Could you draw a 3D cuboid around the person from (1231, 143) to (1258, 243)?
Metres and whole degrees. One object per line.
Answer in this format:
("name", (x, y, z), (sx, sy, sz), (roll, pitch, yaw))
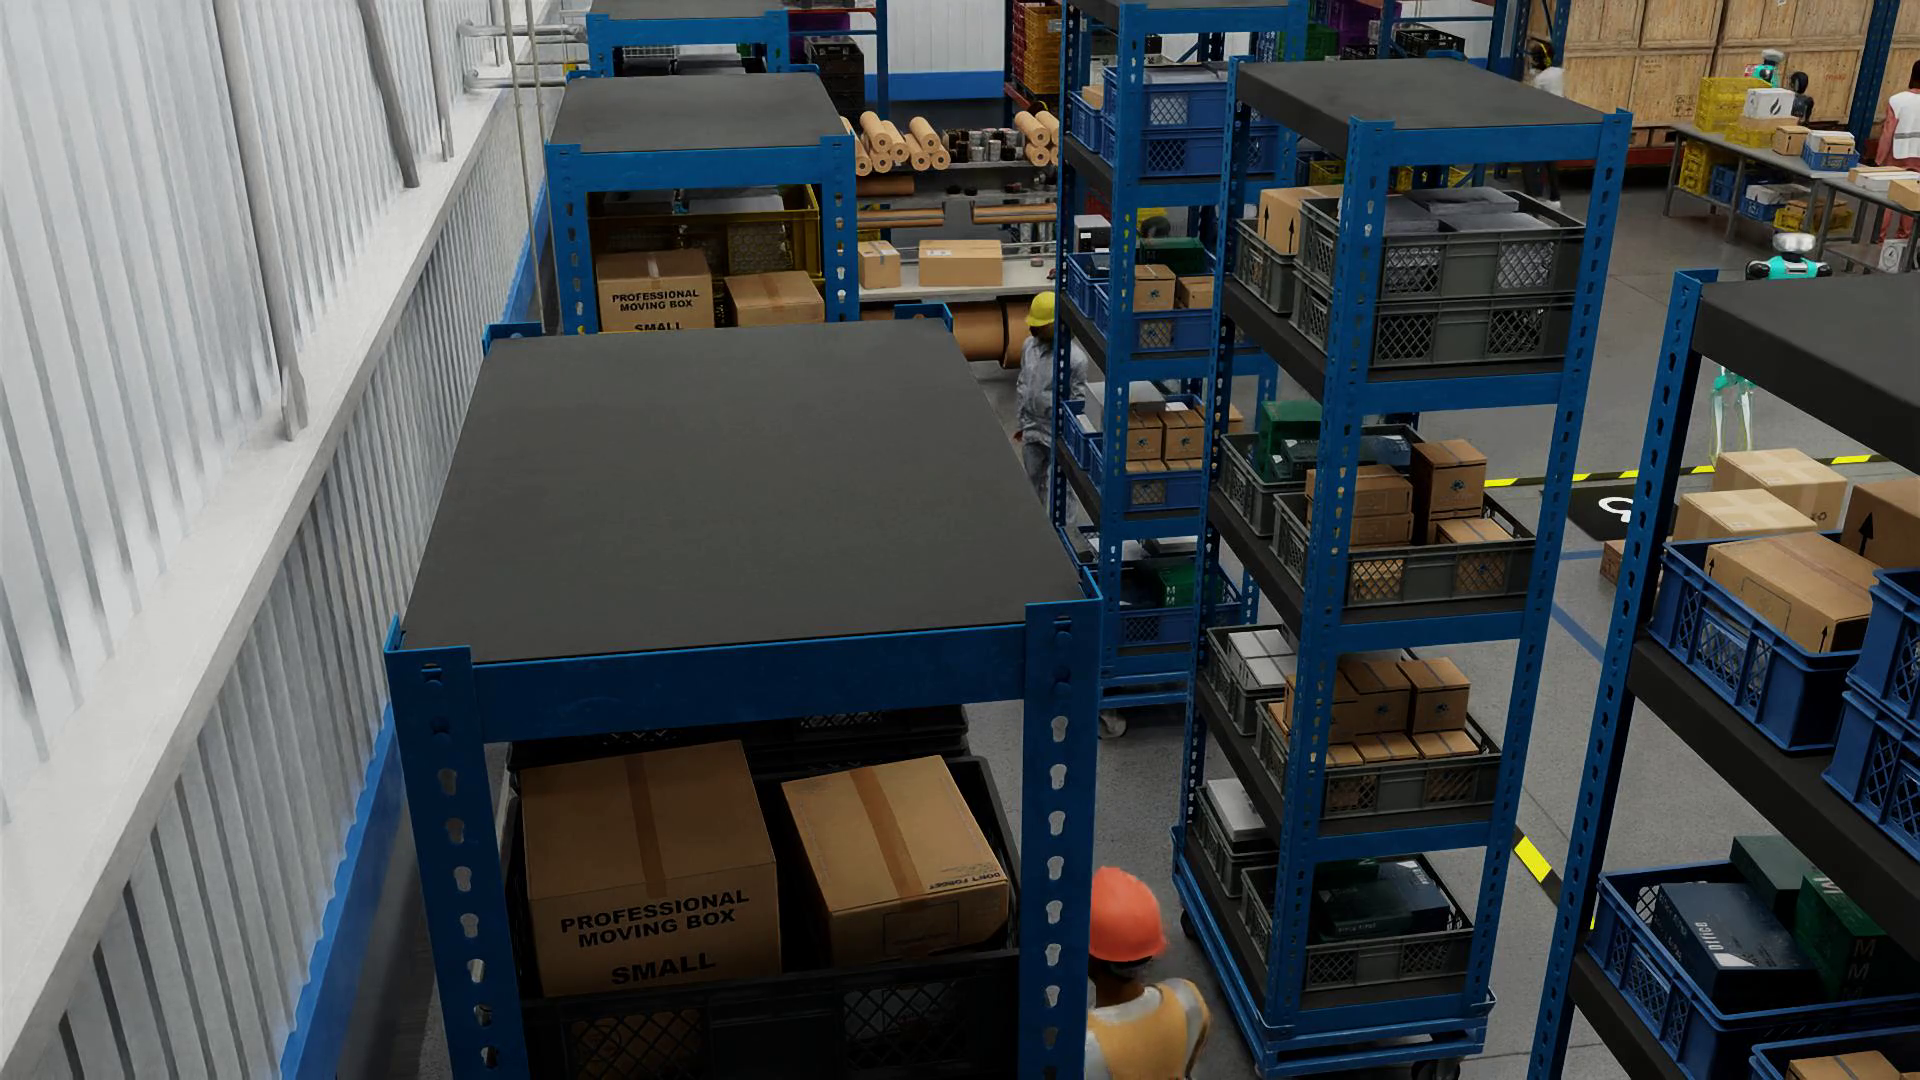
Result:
("person", (2.509, -2.723, 14.098), (0.376, 2.043, 0.606), (-15, 29, -30))

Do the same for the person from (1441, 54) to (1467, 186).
("person", (5.129, -4.218, 17.597), (0.346, 1.837, 0.500), (-12, 27, -24))

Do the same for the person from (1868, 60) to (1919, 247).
("person", (9.438, -3.816, 16.621), (0.588, 1.920, 0.398), (0, 25, -1))

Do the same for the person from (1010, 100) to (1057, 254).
("person", (0.682, -2.972, 14.857), (0.507, 1.860, 0.329), (9, 26, 19))

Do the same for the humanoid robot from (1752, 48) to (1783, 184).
("humanoid robot", (8.891, -4.410, 18.183), (0.685, 1.854, 0.536), (8, 26, 17))

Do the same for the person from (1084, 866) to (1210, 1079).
("person", (0.401, 1.752, 4.519), (0.567, 1.929, 0.465), (-18, 30, -34))

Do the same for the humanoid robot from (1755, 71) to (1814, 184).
("humanoid robot", (8.786, -4.205, 17.813), (0.598, 1.615, 0.775), (-7, 26, -15))

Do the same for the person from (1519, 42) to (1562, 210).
("person", (6.401, -4.530, 18.276), (0.555, 1.831, 0.571), (-19, 31, -36))

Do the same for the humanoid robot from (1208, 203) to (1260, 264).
("humanoid robot", (2.326, -2.563, 14.184), (0.608, 1.653, 0.355), (23, 33, 40))

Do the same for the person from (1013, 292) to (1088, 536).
("person", (0.519, -0.645, 9.944), (0.484, 1.734, 0.308), (20, 31, 37))

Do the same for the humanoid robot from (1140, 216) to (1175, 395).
("humanoid robot", (1.452, -1.521, 11.958), (0.718, 1.638, 0.601), (-9, 26, -19))

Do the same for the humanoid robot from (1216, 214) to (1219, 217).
("humanoid robot", (2.864, -3.882, 16.975), (0.539, 1.725, 1.015), (-4, 25, -9))

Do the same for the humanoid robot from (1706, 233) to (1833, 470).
("humanoid robot", (5.364, -1.290, 11.234), (0.535, 1.698, 0.748), (1, 25, 2))

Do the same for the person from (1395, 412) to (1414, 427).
("person", (3.036, -1.401, 11.488), (0.770, 1.829, 0.593), (-6, 25, -13))
